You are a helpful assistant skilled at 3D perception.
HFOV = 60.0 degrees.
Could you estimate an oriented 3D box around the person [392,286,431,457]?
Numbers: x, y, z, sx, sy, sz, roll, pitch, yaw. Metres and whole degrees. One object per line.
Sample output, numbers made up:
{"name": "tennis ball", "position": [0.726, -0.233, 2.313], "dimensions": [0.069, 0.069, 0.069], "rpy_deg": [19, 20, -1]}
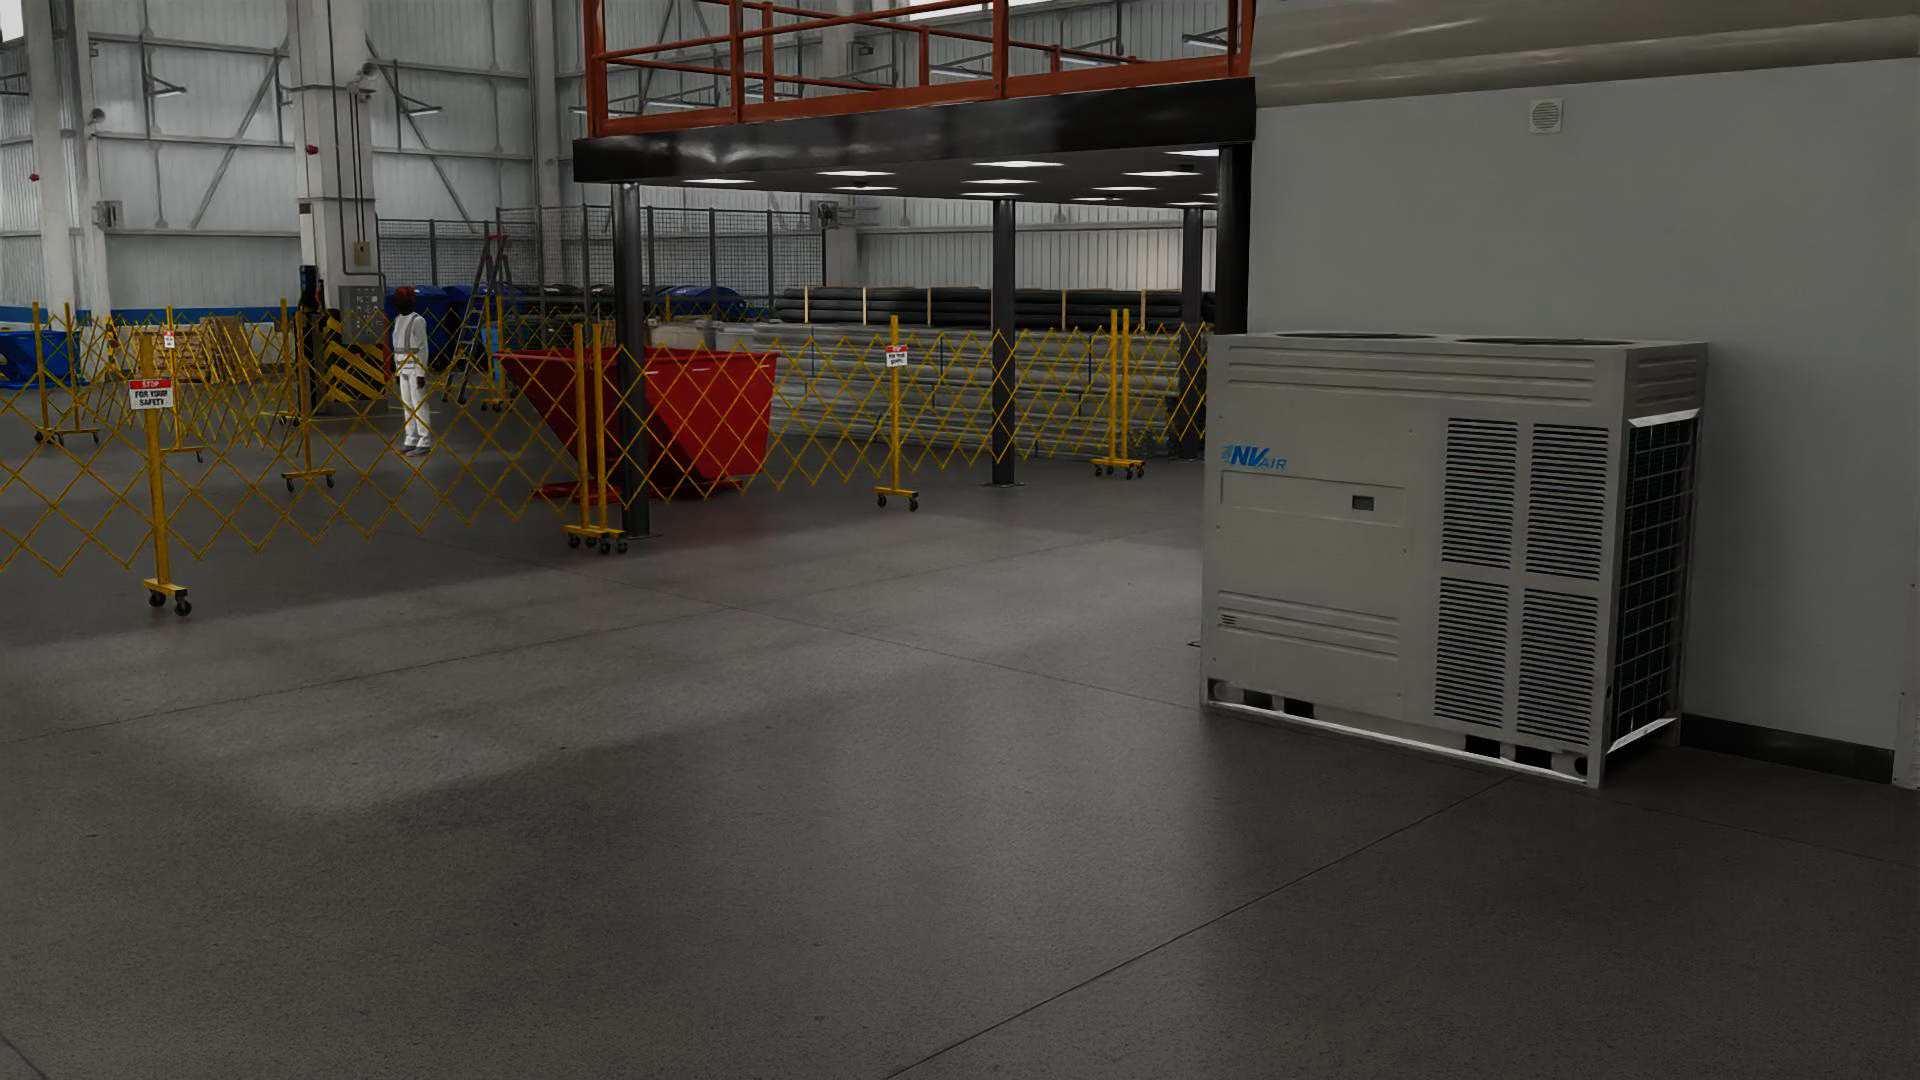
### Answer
{"name": "person", "position": [-6.072, -1.857, 18.380], "dimensions": [0.360, 1.883, 0.574], "rpy_deg": [-9, 13, -44]}
